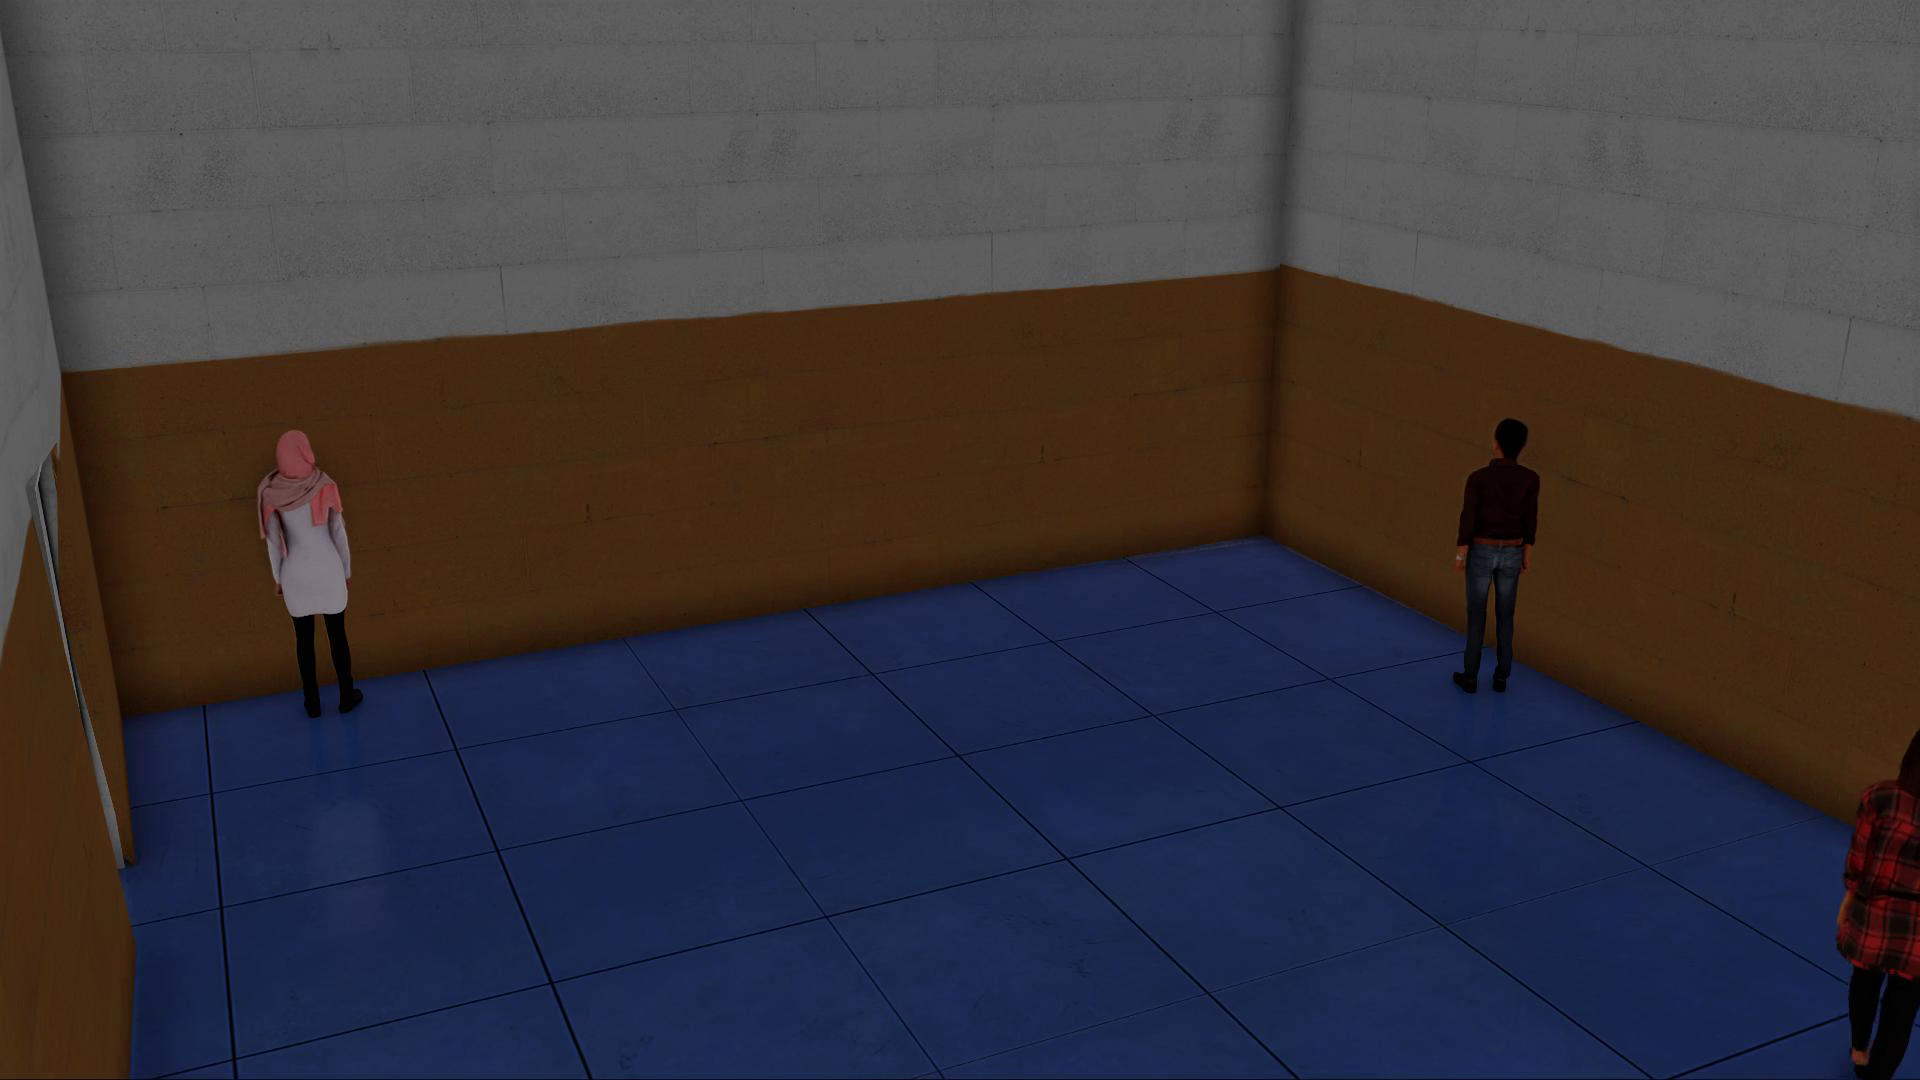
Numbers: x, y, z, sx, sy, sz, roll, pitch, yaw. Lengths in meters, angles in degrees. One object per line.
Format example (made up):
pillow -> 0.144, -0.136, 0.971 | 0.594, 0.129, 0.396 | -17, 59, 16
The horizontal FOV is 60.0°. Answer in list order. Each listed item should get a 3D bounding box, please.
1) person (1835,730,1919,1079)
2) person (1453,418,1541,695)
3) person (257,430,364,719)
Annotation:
person -> 3.593, 1.515, 6.391 | 0.796, 1.685, 0.902 | 16, 24, 39
person -> 3.361, 0.103, 10.425 | 0.622, 1.783, 0.776 | 0, 19, 0
person -> -3.930, 0.203, 10.095 | 0.581, 1.804, 0.726 | -5, 19, -15
